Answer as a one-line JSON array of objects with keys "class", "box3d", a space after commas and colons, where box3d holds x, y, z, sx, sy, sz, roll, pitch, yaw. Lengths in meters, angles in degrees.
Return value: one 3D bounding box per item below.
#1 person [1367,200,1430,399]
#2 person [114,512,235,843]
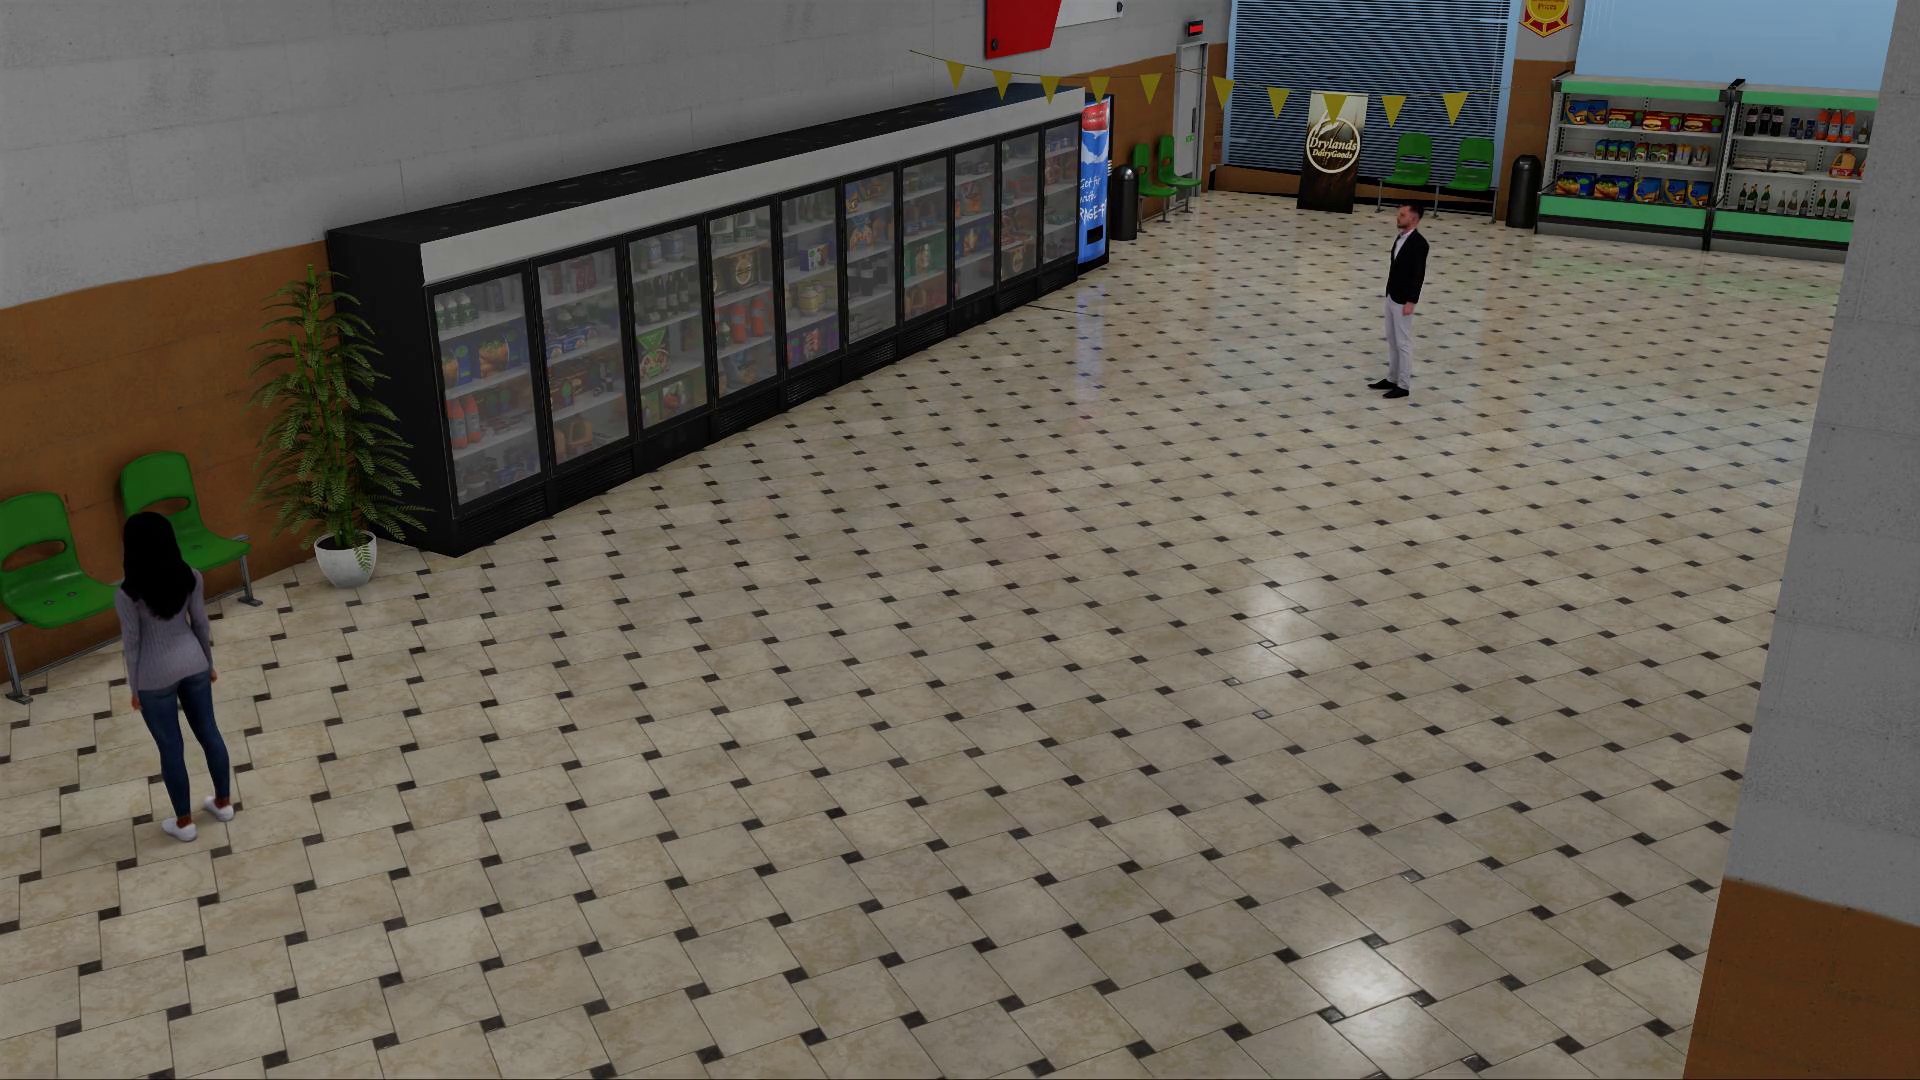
[{"class": "person", "box3d": [4.152, -2.260, 15.566, 0.776, 1.844, 0.737, -4, 22, -9]}, {"class": "person", "box3d": [-3.959, 0.684, 8.383, 0.542, 1.737, 0.612, 15, 26, 33]}]
